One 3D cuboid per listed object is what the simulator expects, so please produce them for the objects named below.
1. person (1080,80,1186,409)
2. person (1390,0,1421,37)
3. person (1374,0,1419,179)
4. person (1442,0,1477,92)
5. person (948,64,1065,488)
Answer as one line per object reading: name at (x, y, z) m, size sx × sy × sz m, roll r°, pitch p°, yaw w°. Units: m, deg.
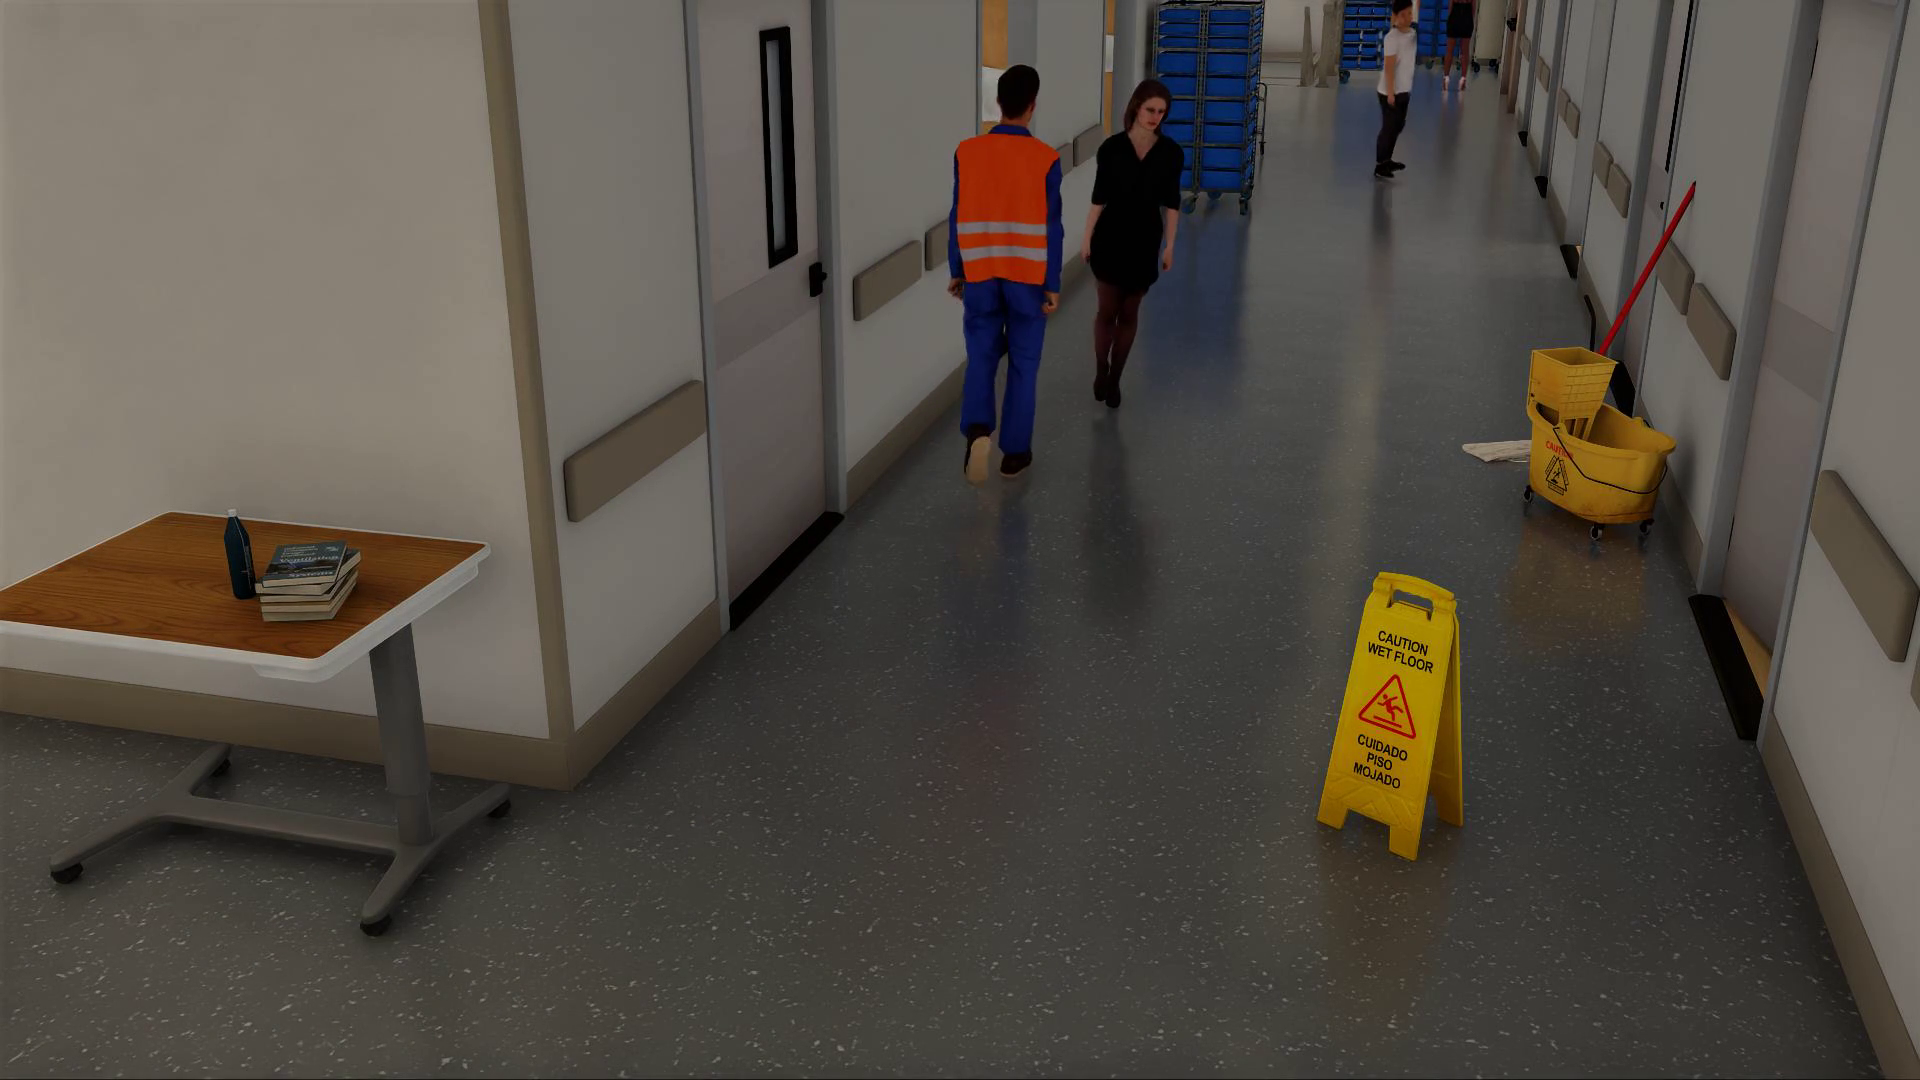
person at (0.868, -1.516, 8.586) m, size 0.730 × 1.681 × 0.703 m, roll 0°, pitch 21°, yaw 1°
person at (6.381, -7.295, 23.714) m, size 0.652 × 1.773 × 1.152 m, roll 3°, pitch 21°, yaw 8°
person at (4.174, -4.350, 16.020) m, size 0.923 × 1.684 × 0.736 m, roll 10°, pitch 23°, yaw 25°
person at (7.224, -7.423, 24.033) m, size 0.544 × 1.786 × 0.536 m, roll 5°, pitch 21°, yaw 12°
person at (0.173, -1.092, 7.240) m, size 0.713 × 1.842 × 1.045 m, roll 5°, pitch 21°, yaw 12°
